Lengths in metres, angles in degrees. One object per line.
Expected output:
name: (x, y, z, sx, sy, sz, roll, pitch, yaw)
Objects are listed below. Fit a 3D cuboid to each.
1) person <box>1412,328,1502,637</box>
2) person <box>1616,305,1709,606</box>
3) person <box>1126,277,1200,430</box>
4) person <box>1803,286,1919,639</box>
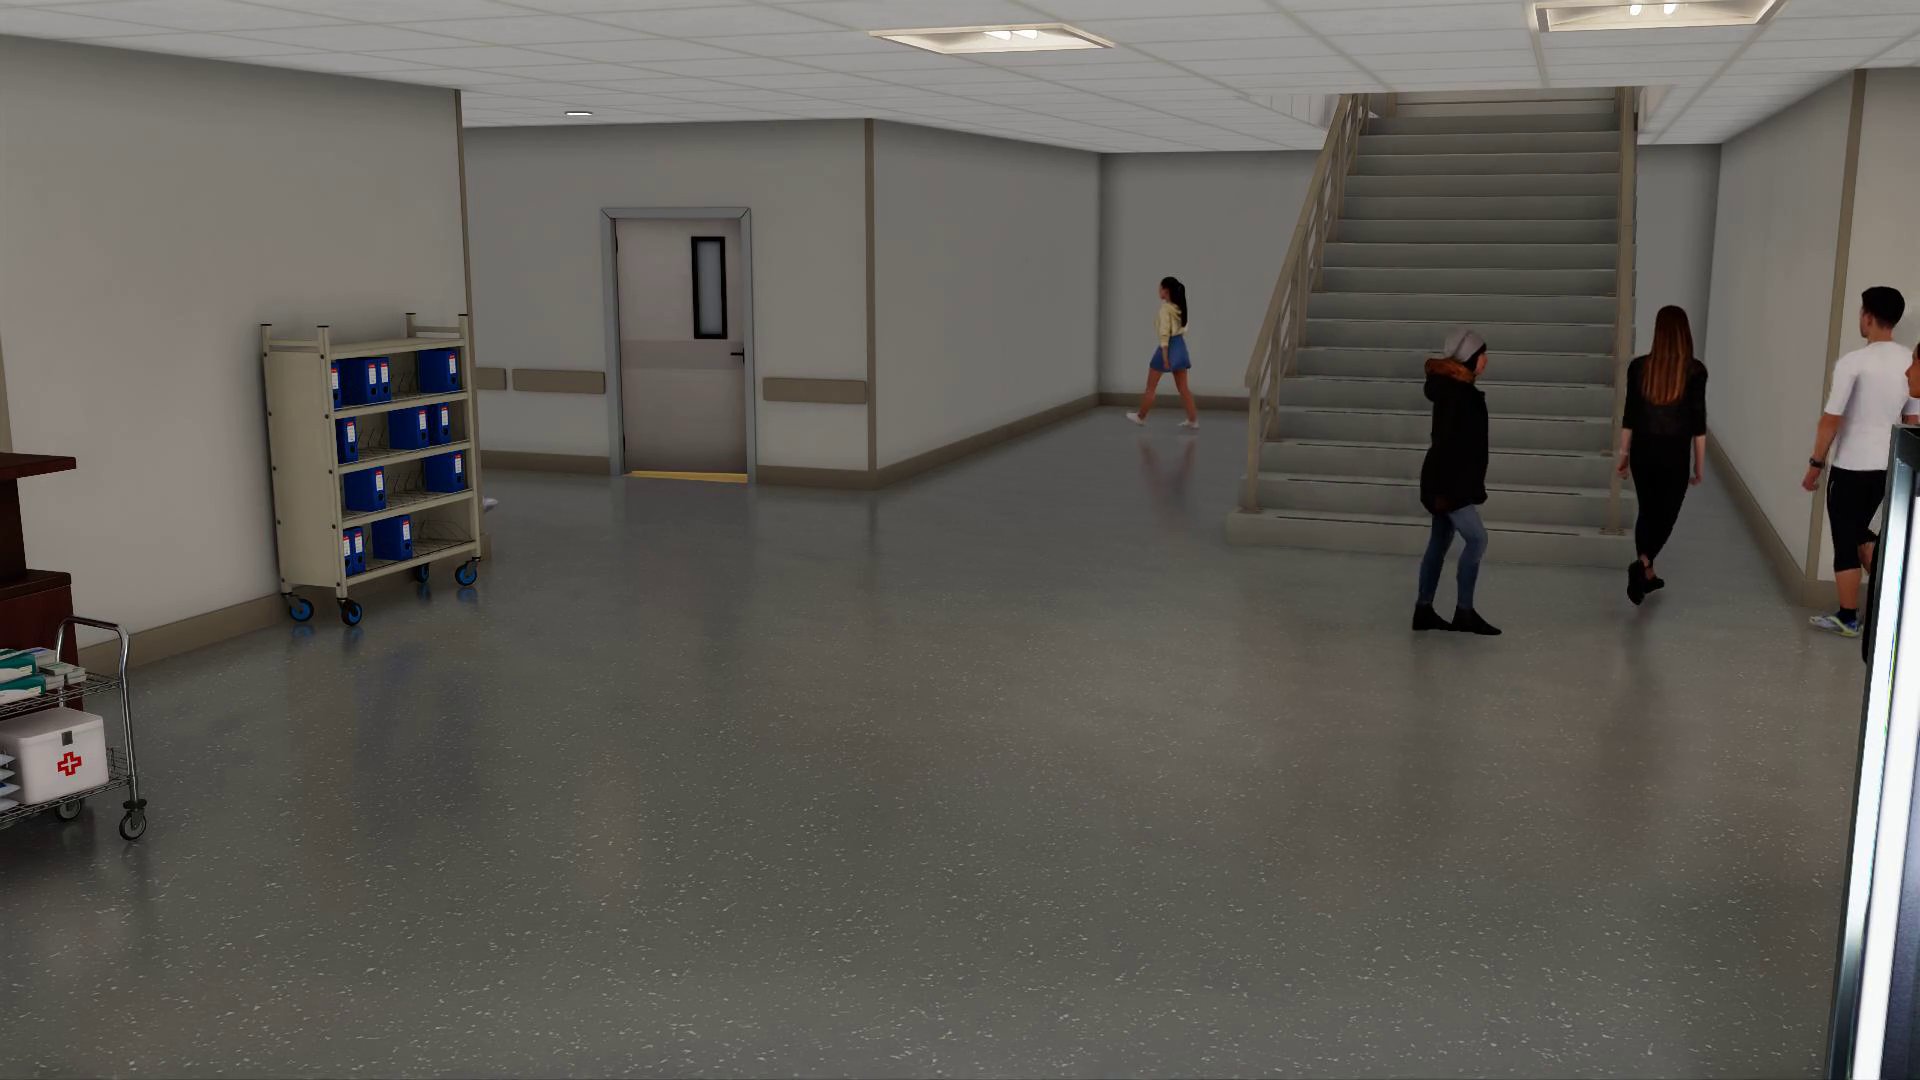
person: (2.530, -0.300, 8.802, 0.717, 1.623, 0.626, 3, 11, 17)
person: (3.956, -0.459, 9.466, 0.857, 1.687, 1.147, 9, 14, 39)
person: (2.281, -1.918, 17.424, 1.007, 1.587, 1.119, 10, 15, 44)
person: (4.755, -0.380, 8.634, 0.843, 1.843, 0.894, -3, 11, -14)
